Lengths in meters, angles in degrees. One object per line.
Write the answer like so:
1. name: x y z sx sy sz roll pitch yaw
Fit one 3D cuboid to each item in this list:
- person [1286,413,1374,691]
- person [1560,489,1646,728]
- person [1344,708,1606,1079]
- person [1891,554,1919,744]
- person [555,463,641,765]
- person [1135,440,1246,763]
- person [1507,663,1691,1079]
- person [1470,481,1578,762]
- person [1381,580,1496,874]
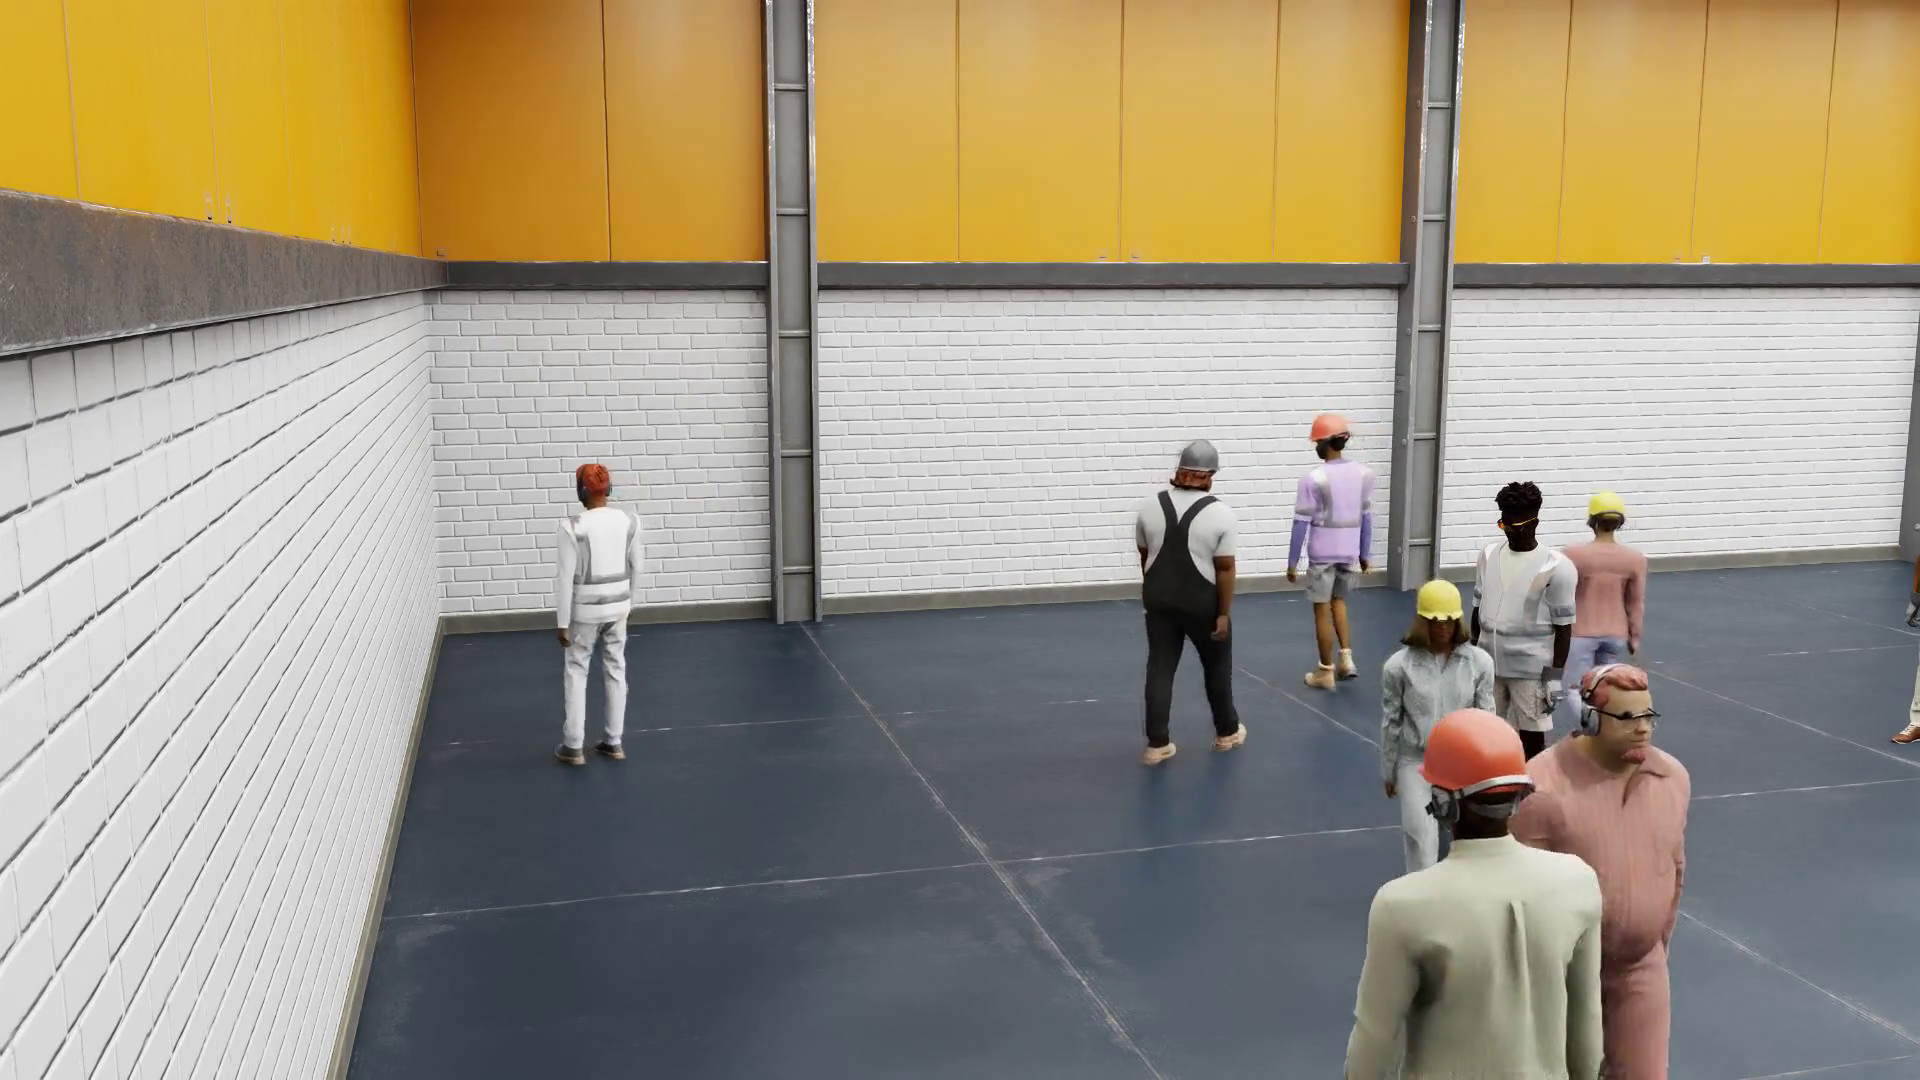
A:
1. person: 2.667 0.095 12.045 0.647 2.031 0.408 -4 10 -24
2. person: 3.836 0.571 9.967 0.526 1.745 0.692 0 9 0
3. person: 1.256 1.389 4.133 0.649 1.978 0.443 -3 9 -16
4. person: 6.280 0.416 10.551 0.328 1.873 0.518 -6 11 -35
5. person: -2.247 0.454 10.308 0.599 1.880 0.430 -7 12 -38
6. person: 1.473 0.347 10.454 0.705 2.000 0.912 5 11 31
7. person: 1.968 1.287 5.166 0.660 1.854 1.023 -1 9 -9
8. person: 2.922 0.658 8.768 0.374 1.959 0.603 -7 11 -36
9. person: 2.099 0.991 7.441 0.490 1.714 0.778 0 9 -3
